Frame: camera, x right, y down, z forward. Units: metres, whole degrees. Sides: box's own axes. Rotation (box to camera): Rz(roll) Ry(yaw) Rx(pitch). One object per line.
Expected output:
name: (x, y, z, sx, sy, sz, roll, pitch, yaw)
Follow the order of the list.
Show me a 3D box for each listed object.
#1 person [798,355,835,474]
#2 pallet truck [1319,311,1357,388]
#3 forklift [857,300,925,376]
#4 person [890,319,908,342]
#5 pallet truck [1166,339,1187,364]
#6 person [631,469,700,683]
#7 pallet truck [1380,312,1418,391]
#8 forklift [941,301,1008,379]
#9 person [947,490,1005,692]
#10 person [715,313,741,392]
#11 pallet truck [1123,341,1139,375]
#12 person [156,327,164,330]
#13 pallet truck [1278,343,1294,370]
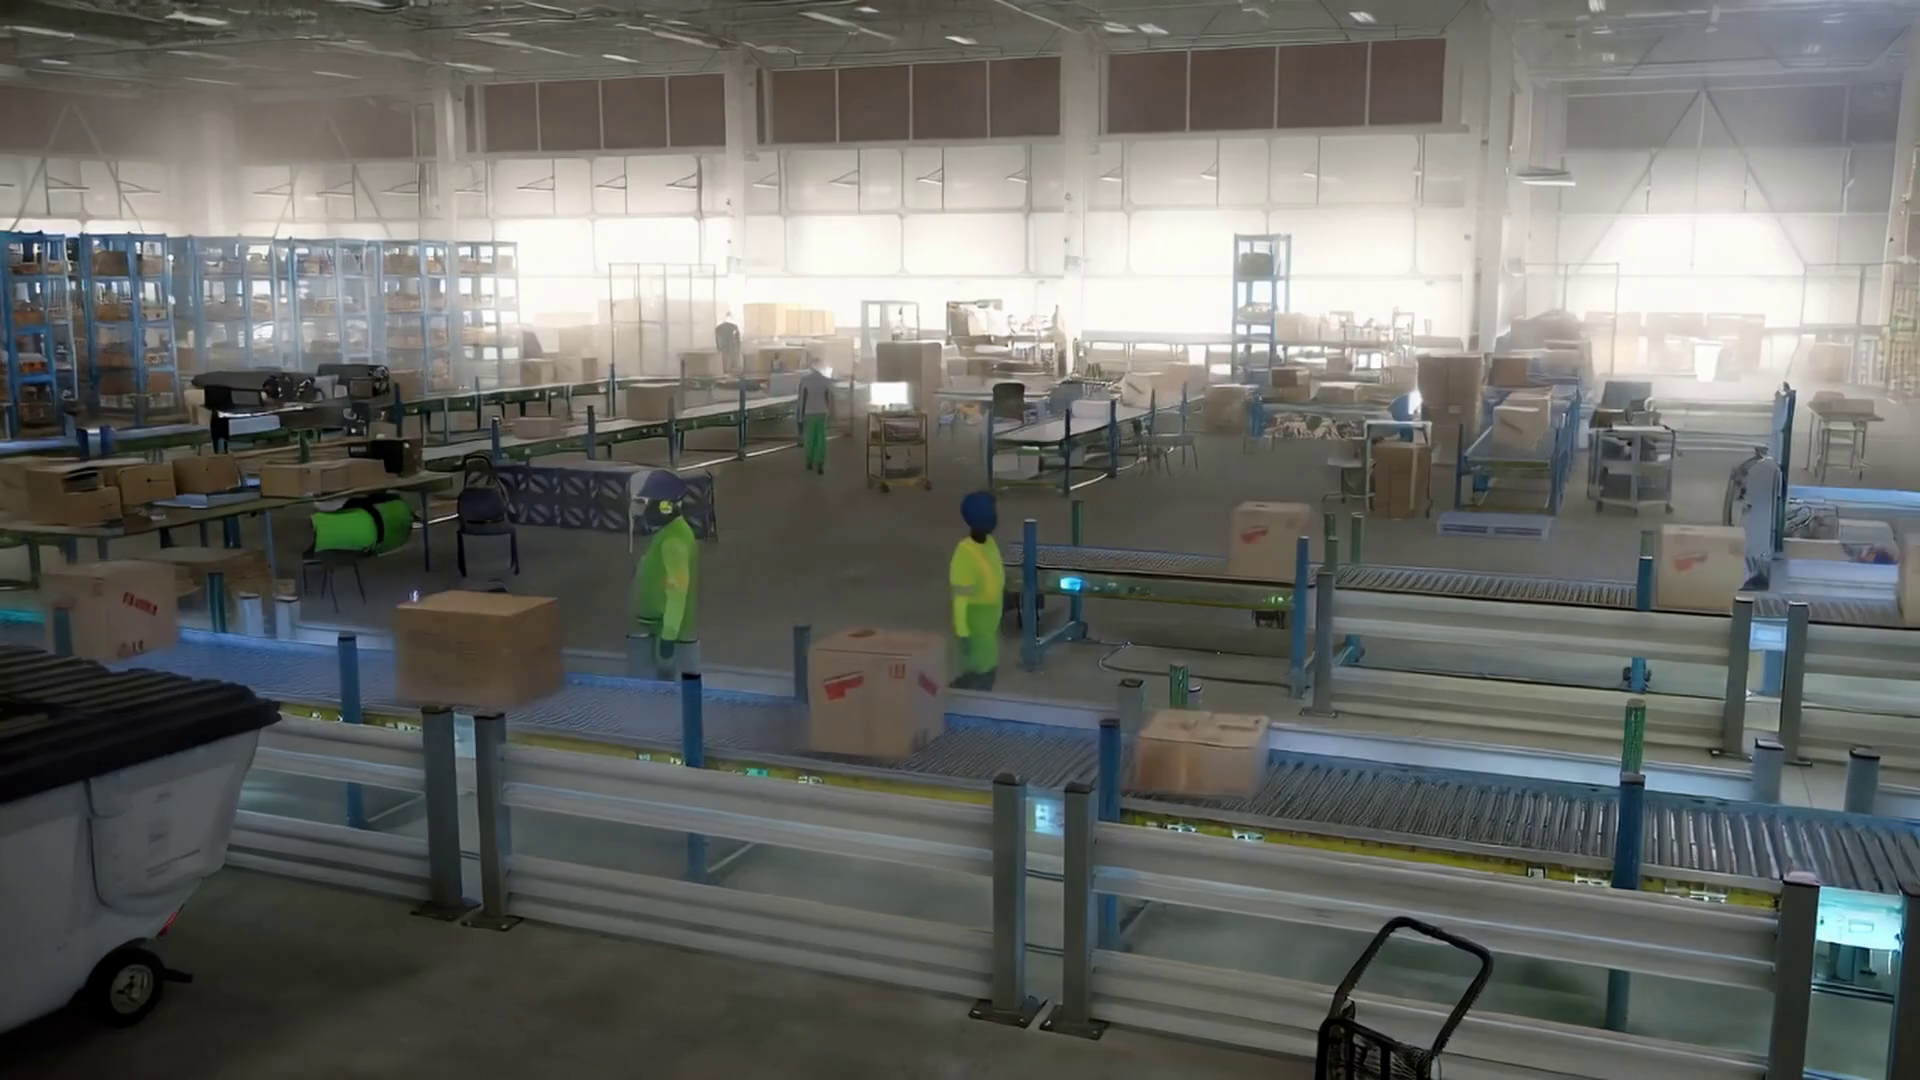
person: (-2.114, -1.858, 24.495, 0.549, 1.713, 0.895, -1, 9, -9)
pallet truck: (9.071, -4.419, 39.190, 0.823, 1.965, 1.885, 5, 10, 26)
forklift: (-1.732, -5.109, 42.468, 1.157, 1.987, 2.680, 4, 10, 22)
person: (-1.341, -4.073, 37.597, 0.404, 1.828, 0.599, -6, 11, -30)
pallet truck: (5.418, -4.269, 40.420, 0.704, 1.261, 1.522, 3, 10, 20)
person: (-1.762, 0.483, 9.972, 0.404, 1.837, 0.590, -2, 10, -13)
pallet truck: (10.207, -4.283, 38.369, 0.823, 1.965, 1.885, 3, 10, 20)
forklift: (0.365, -4.966, 41.571, 1.157, 1.987, 2.680, 3, 10, 20)
person: (0.036, 0.515, 10.228, 0.594, 1.682, 0.537, 4, 10, 21)
person: (-5.565, -4.535, 40.179, 0.651, 1.904, 0.401, 3, 10, 19)
pallet truck: (4.445, -4.380, 41.279, 0.680, 1.201, 1.601, 4, 10, 22)
person: (-17.934, -4.025, 37.322, 0.571, 1.831, 0.409, -7, 12, -36)
pallet truck: (7.886, -4.163, 39.743, 0.653, 1.274, 1.630, 4, 10, 22)
